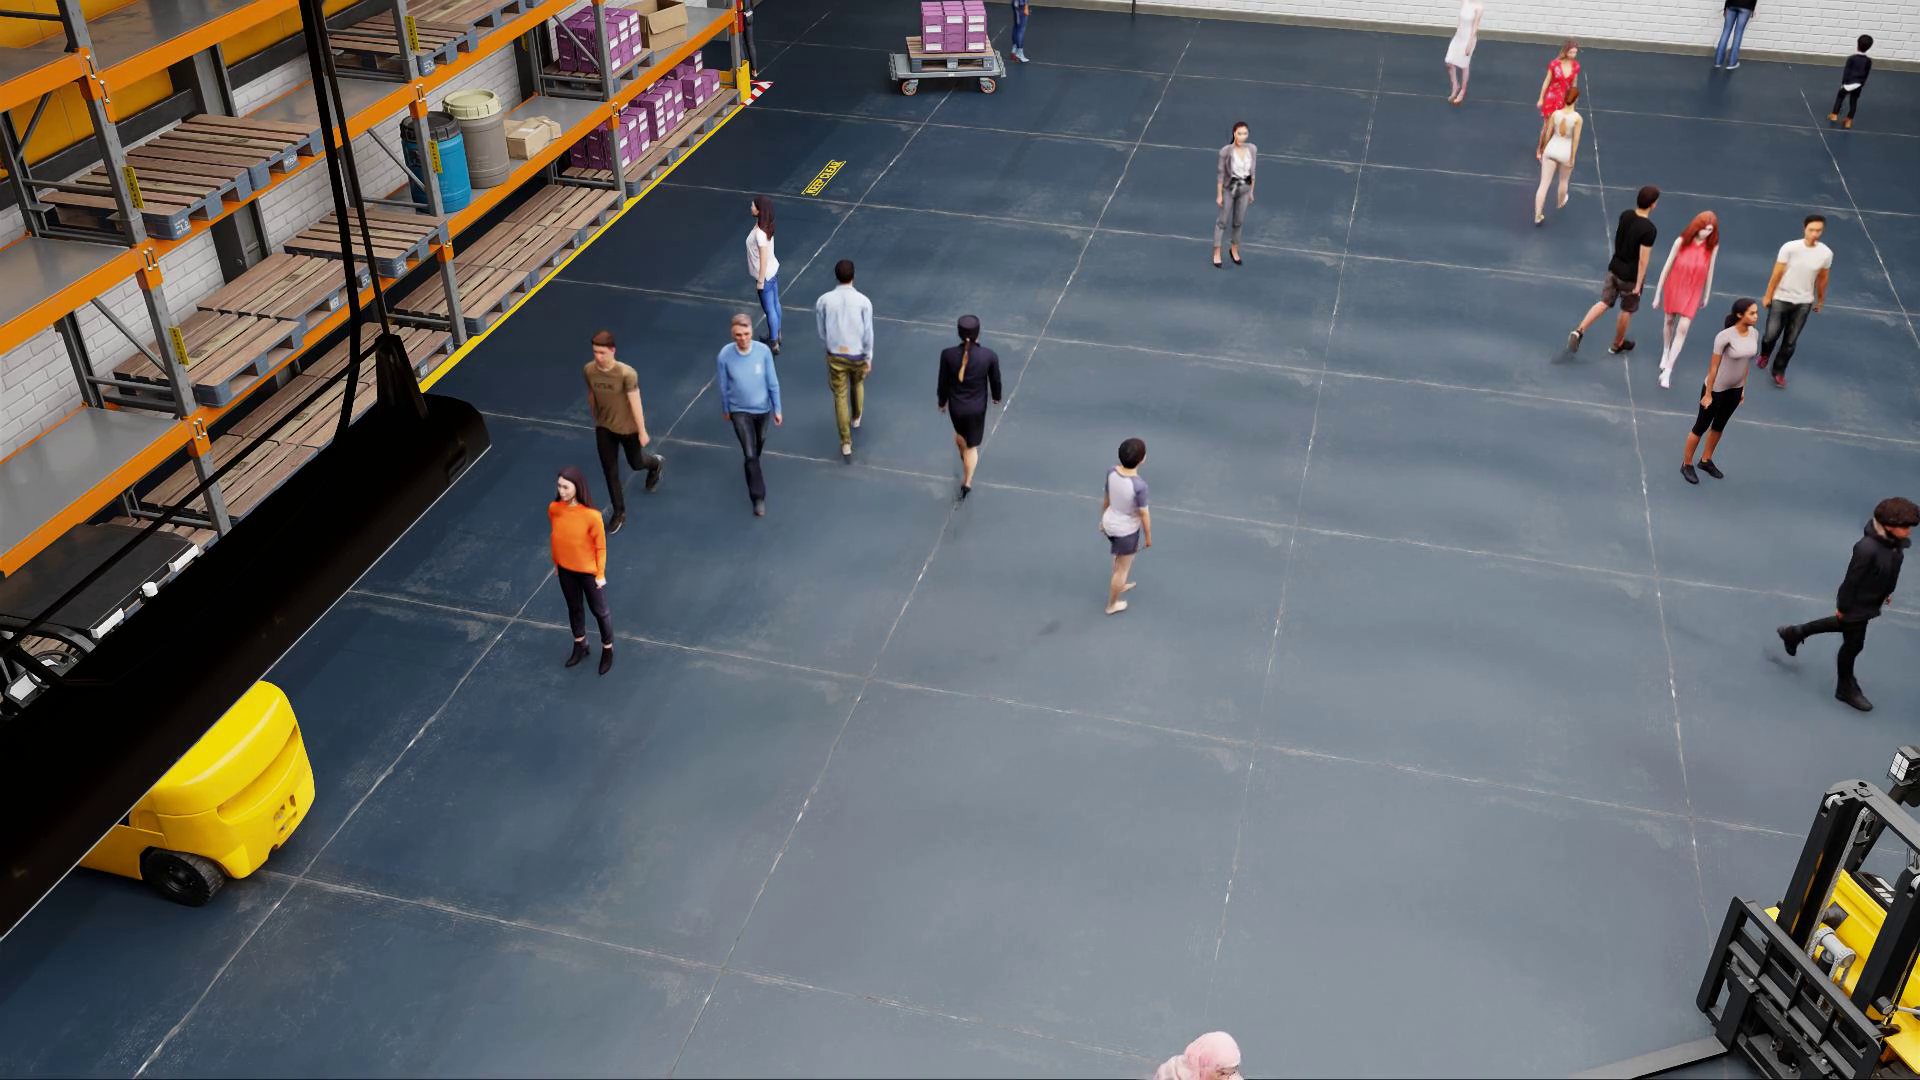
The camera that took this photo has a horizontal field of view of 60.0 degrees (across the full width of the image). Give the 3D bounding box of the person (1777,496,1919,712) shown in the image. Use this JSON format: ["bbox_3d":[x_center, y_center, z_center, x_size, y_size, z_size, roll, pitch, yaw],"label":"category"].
[{"bbox_3d":[6.549,0.384,12.213,1.127,1.747,1.130,-26,41,-33],"label":"person"}]

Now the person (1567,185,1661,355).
[{"bbox_3d":[6.619,-2.682,16.737,1.141,1.844,1.121,-14,36,-20],"label":"person"}]

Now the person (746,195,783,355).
[{"bbox_3d":[-1.963,-2.690,16.893,0.700,1.685,0.516,3,34,4],"label":"person"}]

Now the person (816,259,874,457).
[{"bbox_3d":[-1.048,-1.631,15.230,0.906,1.762,1.220,-1,34,-1],"label":"person"}]

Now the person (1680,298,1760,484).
[{"bbox_3d":[6.793,-1.350,14.821,0.690,1.746,0.715,-11,35,-16],"label":"person"}]

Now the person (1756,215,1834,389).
[{"bbox_3d":[8.154,-2.389,16.344,0.703,1.791,0.722,5,34,7],"label":"person"}]

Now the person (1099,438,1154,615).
[{"bbox_3d":[1.236,-0.087,13.102,0.807,1.546,0.745,-24,41,-32],"label":"person"}]

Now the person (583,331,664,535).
[{"bbox_3d":[-2.880,-0.994,14.218,0.671,1.821,1.128,10,35,14],"label":"person"}]

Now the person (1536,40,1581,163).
[{"bbox_3d":[7.702,-5.715,21.545,0.682,1.574,0.750,0,34,1],"label":"person"}]

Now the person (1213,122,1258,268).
[{"bbox_3d":[3.092,-3.902,18.724,0.711,1.677,0.728,-8,35,-12],"label":"person"}]

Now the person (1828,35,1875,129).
[{"bbox_3d":[12.193,-6.238,22.667,0.571,1.203,0.699,2,34,3],"label":"person"}]

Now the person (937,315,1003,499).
[{"bbox_3d":[0.066,-1.117,14.572,0.820,1.635,1.070,3,34,4],"label":"person"}]

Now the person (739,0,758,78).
[{"bbox_3d":[-3.185,-7.622,24.238,0.748,1.768,0.603,25,41,32],"label":"person"}]

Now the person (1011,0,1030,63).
[{"bbox_3d":[0.904,-8.017,24.964,0.746,1.622,0.632,-6,34,-9],"label":"person"}]

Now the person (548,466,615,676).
[{"bbox_3d":[-2.839,0.211,12.471,0.637,1.748,0.583,12,35,18],"label":"person"}]

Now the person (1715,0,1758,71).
[{"bbox_3d":[11.550,-7.882,24.647,0.671,1.749,0.666,24,41,32],"label":"person"}]

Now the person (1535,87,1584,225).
[{"bbox_3d":[7.071,-4.524,19.732,0.807,1.596,1.097,20,39,28],"label":"person"}]

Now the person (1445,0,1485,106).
[{"bbox_3d":[7.125,-6.924,23.177,0.791,1.780,0.725,-14,36,-20],"label":"person"}]

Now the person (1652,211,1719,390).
[{"bbox_3d":[7.139,-2.444,16.437,0.711,1.780,1.035,12,35,17],"label":"person"}]

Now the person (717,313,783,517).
[{"bbox_3d":[-1.847,-1.204,14.589,1.083,1.760,1.312,-10,35,-14],"label":"person"}]

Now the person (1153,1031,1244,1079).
[{"bbox_3d":[1.068,3.037,8.184,0.716,1.788,0.567,18,38,25],"label":"person"}]
